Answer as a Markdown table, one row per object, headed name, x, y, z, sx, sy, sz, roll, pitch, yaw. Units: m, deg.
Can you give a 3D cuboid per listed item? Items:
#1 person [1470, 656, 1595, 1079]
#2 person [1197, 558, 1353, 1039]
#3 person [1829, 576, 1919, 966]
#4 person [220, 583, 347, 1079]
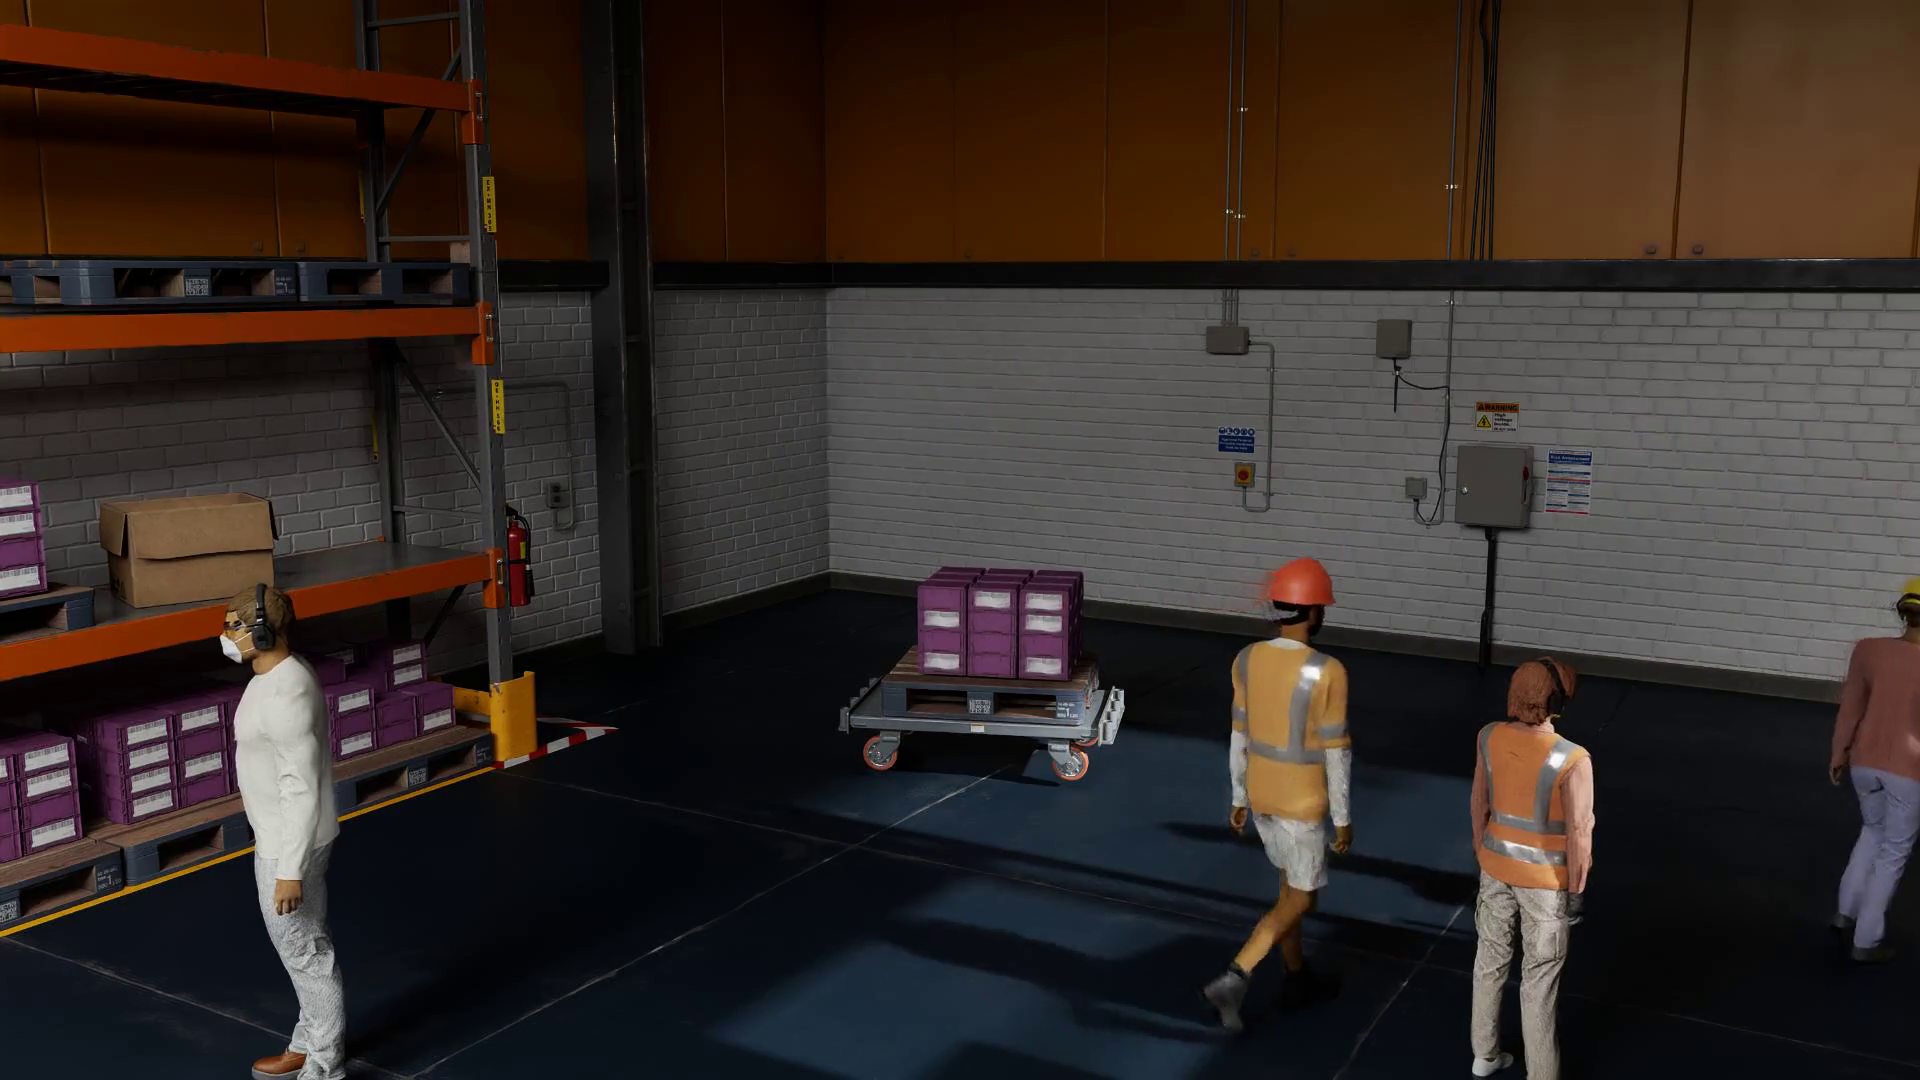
| name | x | y | z | sx | sy | sz | roll | pitch | yaw |
| --- | --- | --- | --- | --- | --- | --- | --- | --- | --- |
| person | 2.090 | 1.240 | 6.125 | 0.315 | 1.641 | 0.514 | -5 | 11 | -31 |
| person | 1.261 | 1.026 | 6.627 | 0.779 | 1.911 | 0.552 | -6 | 11 | -33 |
| person | 4.097 | 1.005 | 7.254 | 0.449 | 1.742 | 0.545 | -4 | 10 | -26 |
| person | -2.434 | 1.108 | 6.025 | 0.354 | 1.937 | 0.635 | -4 | 10 | -24 |
